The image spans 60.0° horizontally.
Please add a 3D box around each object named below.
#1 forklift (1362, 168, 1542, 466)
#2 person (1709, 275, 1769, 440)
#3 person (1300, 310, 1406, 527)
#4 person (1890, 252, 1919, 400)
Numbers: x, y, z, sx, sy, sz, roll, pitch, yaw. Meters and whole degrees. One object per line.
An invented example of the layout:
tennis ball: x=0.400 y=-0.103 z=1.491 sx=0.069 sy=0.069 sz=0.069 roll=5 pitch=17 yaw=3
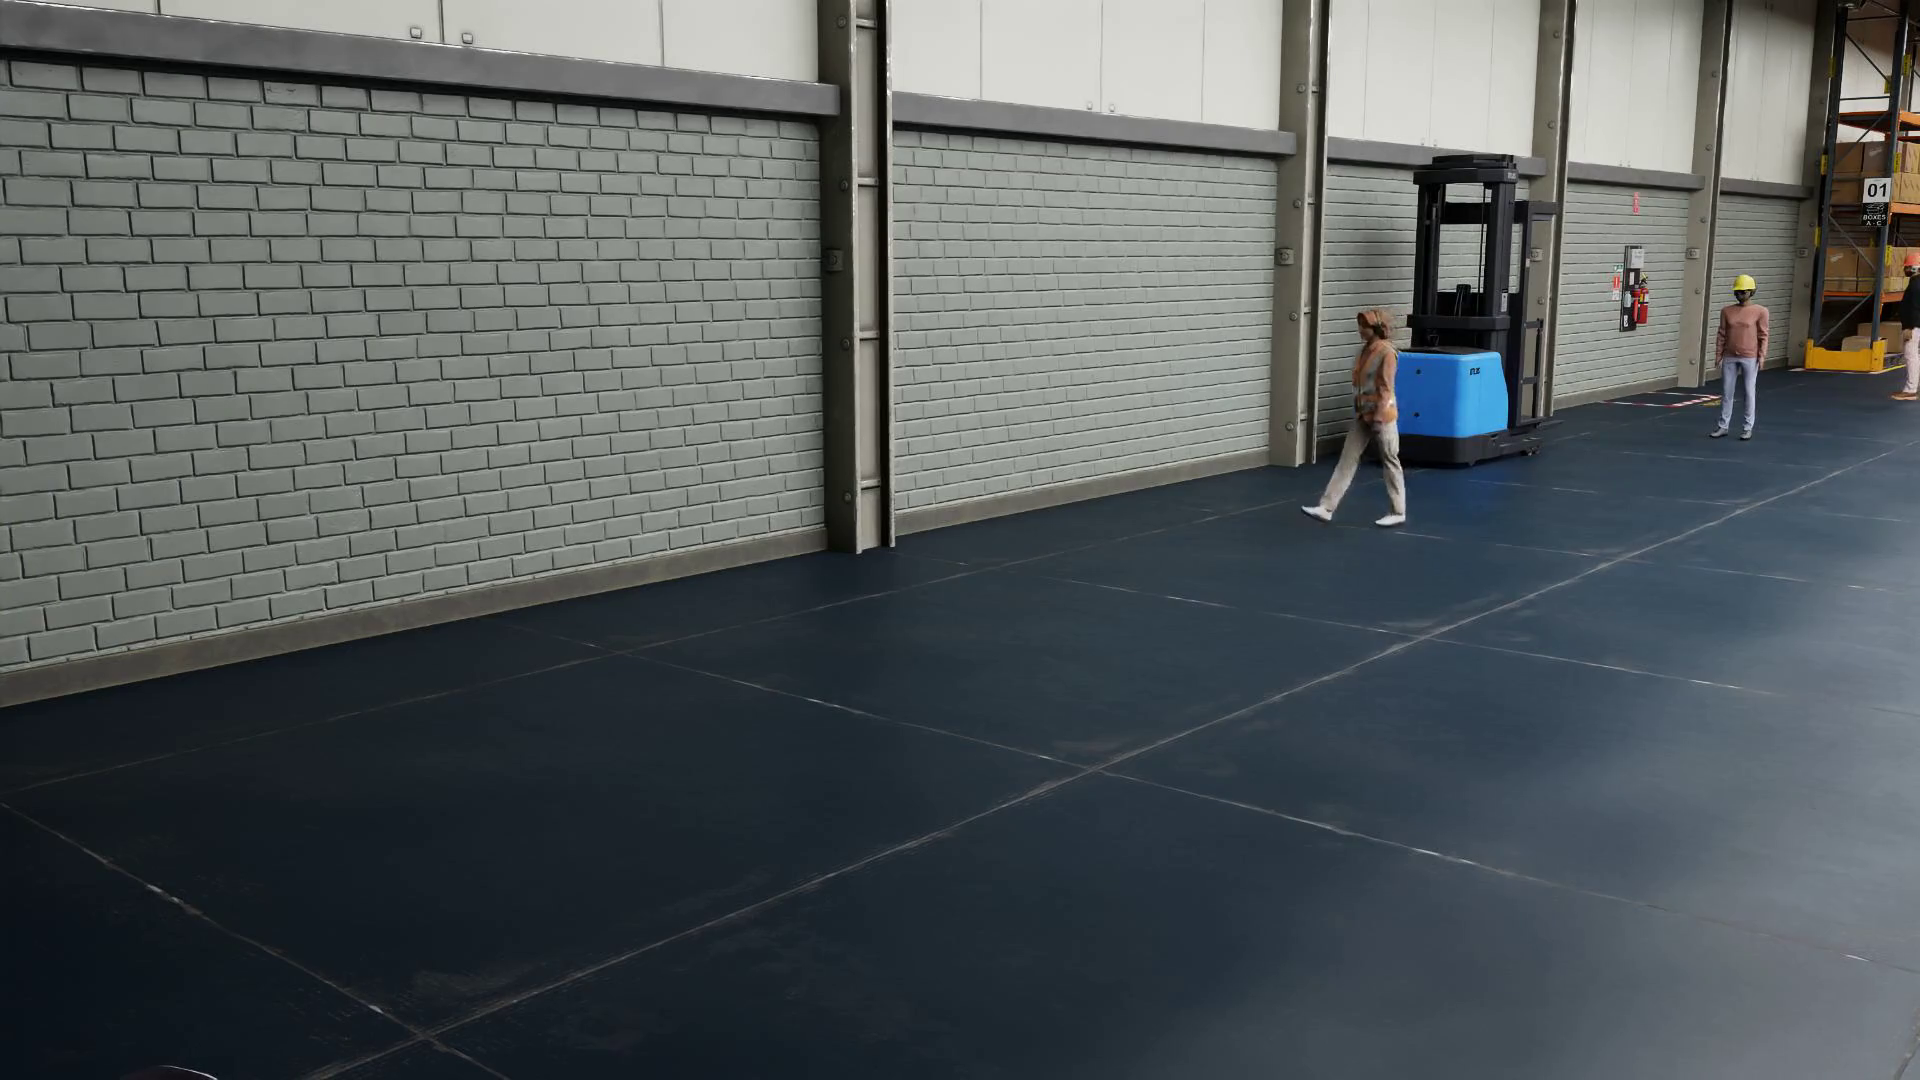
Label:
forklift: x=4.875 y=-2.212 z=16.287 sx=1.129 sy=2.768 sz=1.873 roll=8 pitch=13 yaw=40
person: x=8.424 y=-1.972 z=17.969 sx=0.327 sy=1.767 sz=0.533 roll=-9 pitch=13 yaw=-42
person: x=2.957 y=-0.882 z=12.213 sx=0.835 sy=1.592 sz=0.544 roll=-3 pitch=10 yaw=-18
person: x=12.958 y=-2.913 z=22.682 sx=0.402 sy=1.990 sz=0.622 roll=6 pitch=12 yaw=33
